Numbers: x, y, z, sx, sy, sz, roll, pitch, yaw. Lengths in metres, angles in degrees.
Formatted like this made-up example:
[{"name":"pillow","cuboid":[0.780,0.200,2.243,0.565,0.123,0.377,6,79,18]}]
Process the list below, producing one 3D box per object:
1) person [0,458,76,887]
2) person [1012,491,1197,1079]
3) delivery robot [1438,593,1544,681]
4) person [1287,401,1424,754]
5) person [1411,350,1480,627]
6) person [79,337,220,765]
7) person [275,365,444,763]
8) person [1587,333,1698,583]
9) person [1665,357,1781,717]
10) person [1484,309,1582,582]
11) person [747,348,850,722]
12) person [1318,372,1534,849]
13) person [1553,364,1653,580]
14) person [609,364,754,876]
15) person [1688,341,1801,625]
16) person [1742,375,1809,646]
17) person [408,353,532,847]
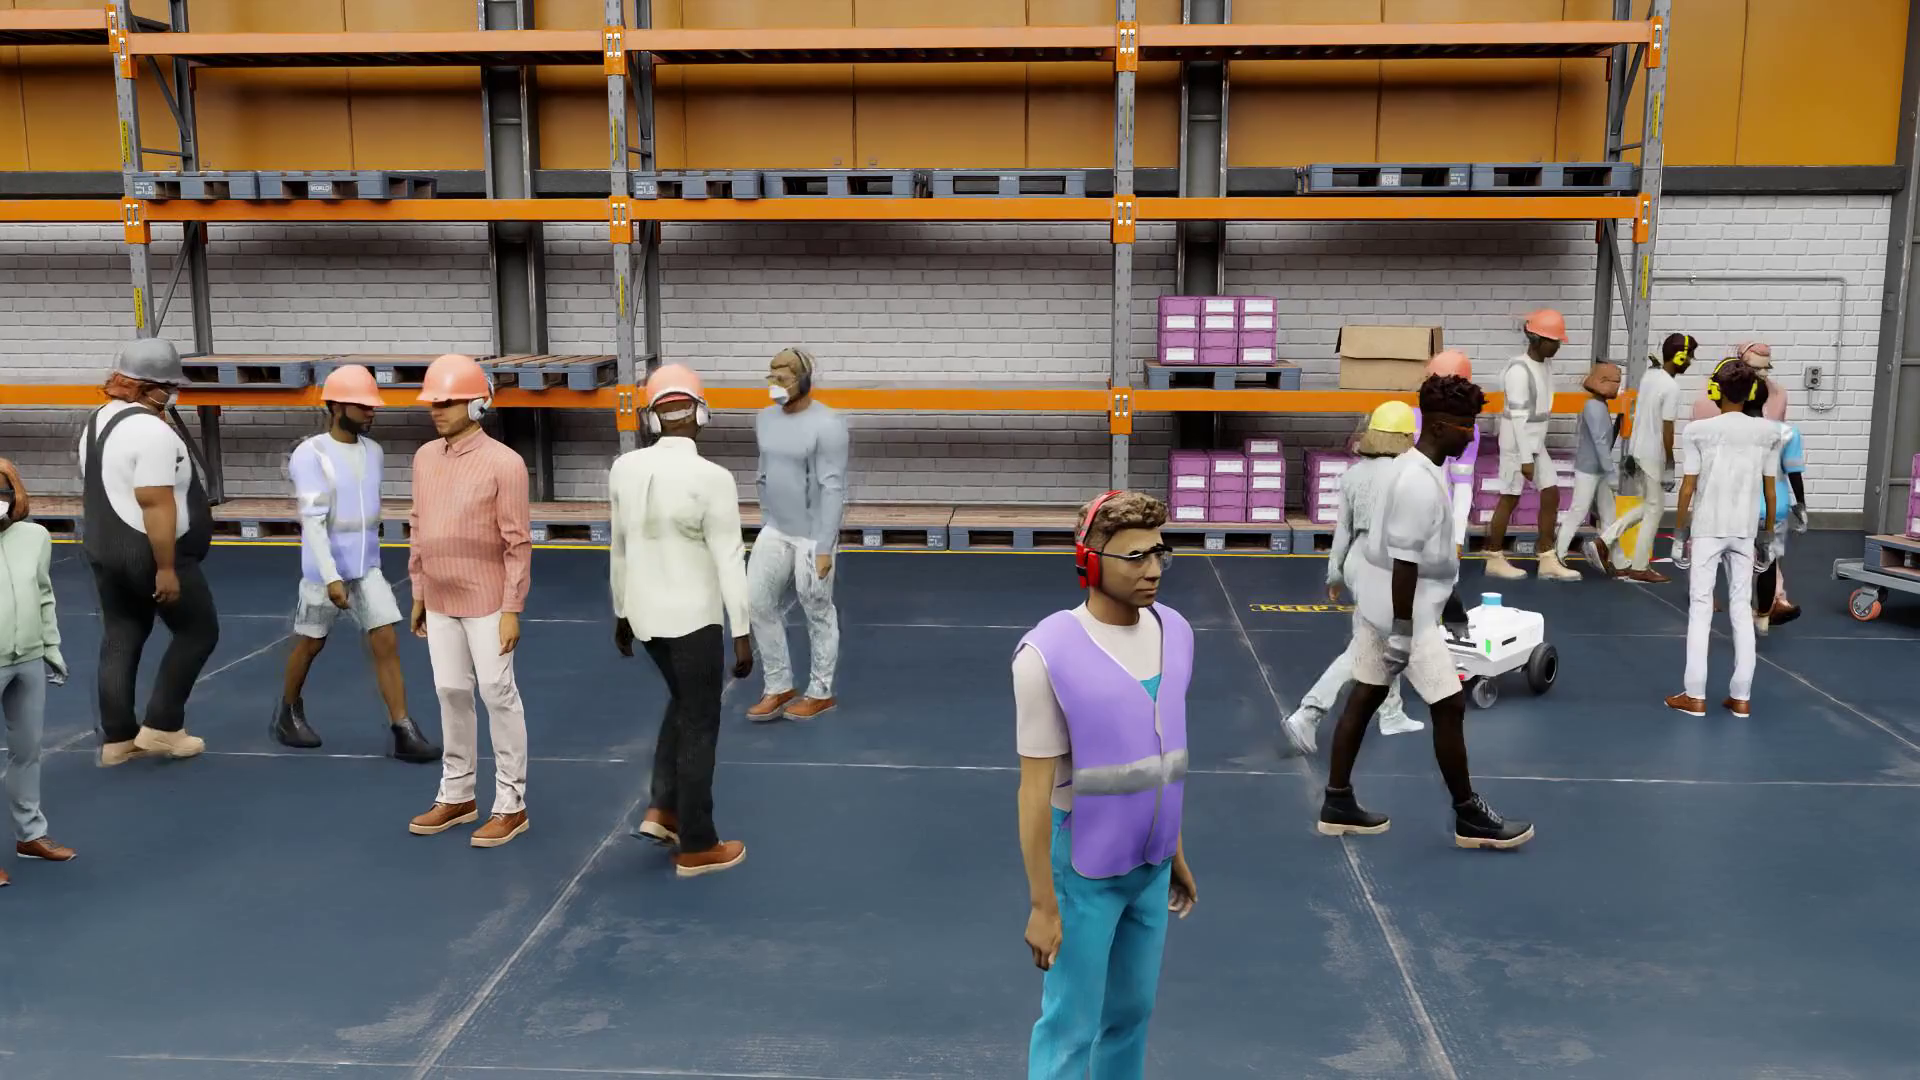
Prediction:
[{"name":"person","cuboid":[-3.664,0.487,6.380,0.287,1.631,0.501,4,11,23]},{"name":"person","cuboid":[0.345,0.790,3.984,0.383,1.845,0.570,9,13,43]},{"name":"delivery robot","cuboid":[2.869,0.530,9.009,0.477,0.478,0.707,9,13,42]},{"name":"person","cuboid":[1.943,0.177,8.025,0.882,1.700,0.473,-5,11,-25]},{"name":"person","cuboid":[2.502,-0.082,9.051,0.551,1.879,0.749,7,12,37]},{"name":"person","cuboid":[-3.798,0.046,7.769,0.803,2.000,0.558,8,12,38]},{"name":"person","cuboid":[-2.934,0.111,7.893,1.031,1.888,0.551,6,11,30]},{"name":"person","cuboid":[4.948,-0.578,11.996,0.582,1.835,0.582,0,10,0]},{"name":"person","cuboid":[3.969,-0.010,8.627,0.511,1.863,0.332,1,10,5]},{"name":"person","cuboid":[4.191,-0.664,12.028,0.825,1.999,0.649,9,13,43]},{"name":"person","cuboid":[-0.870,0.000,8.384,0.661,1.919,0.627,8,12,38]},{"name":"person","cuboid":[1.906,0.289,6.679,0.929,1.912,0.647,1,10,6]},{"name":"person","cuboid":[4.694,-0.480,12.141,0.727,1.602,0.510,5,11,27]},{"name":"person","cuboid":[-1.059,0.307,6.454,0.675,1.963,0.448,7,12,35]},{"name":"person","cuboid":[5.101,-0.369,10.817,0.695,1.838,1.056,-1,10,-4]},{"name":"person","cuboid":[4.883,-0.186,10.240,0.590,1.648,0.771,3,10,19]},{"name":"person","cuboid":[-2.004,0.241,6.760,0.611,1.995,0.376,5,11,28]}]
